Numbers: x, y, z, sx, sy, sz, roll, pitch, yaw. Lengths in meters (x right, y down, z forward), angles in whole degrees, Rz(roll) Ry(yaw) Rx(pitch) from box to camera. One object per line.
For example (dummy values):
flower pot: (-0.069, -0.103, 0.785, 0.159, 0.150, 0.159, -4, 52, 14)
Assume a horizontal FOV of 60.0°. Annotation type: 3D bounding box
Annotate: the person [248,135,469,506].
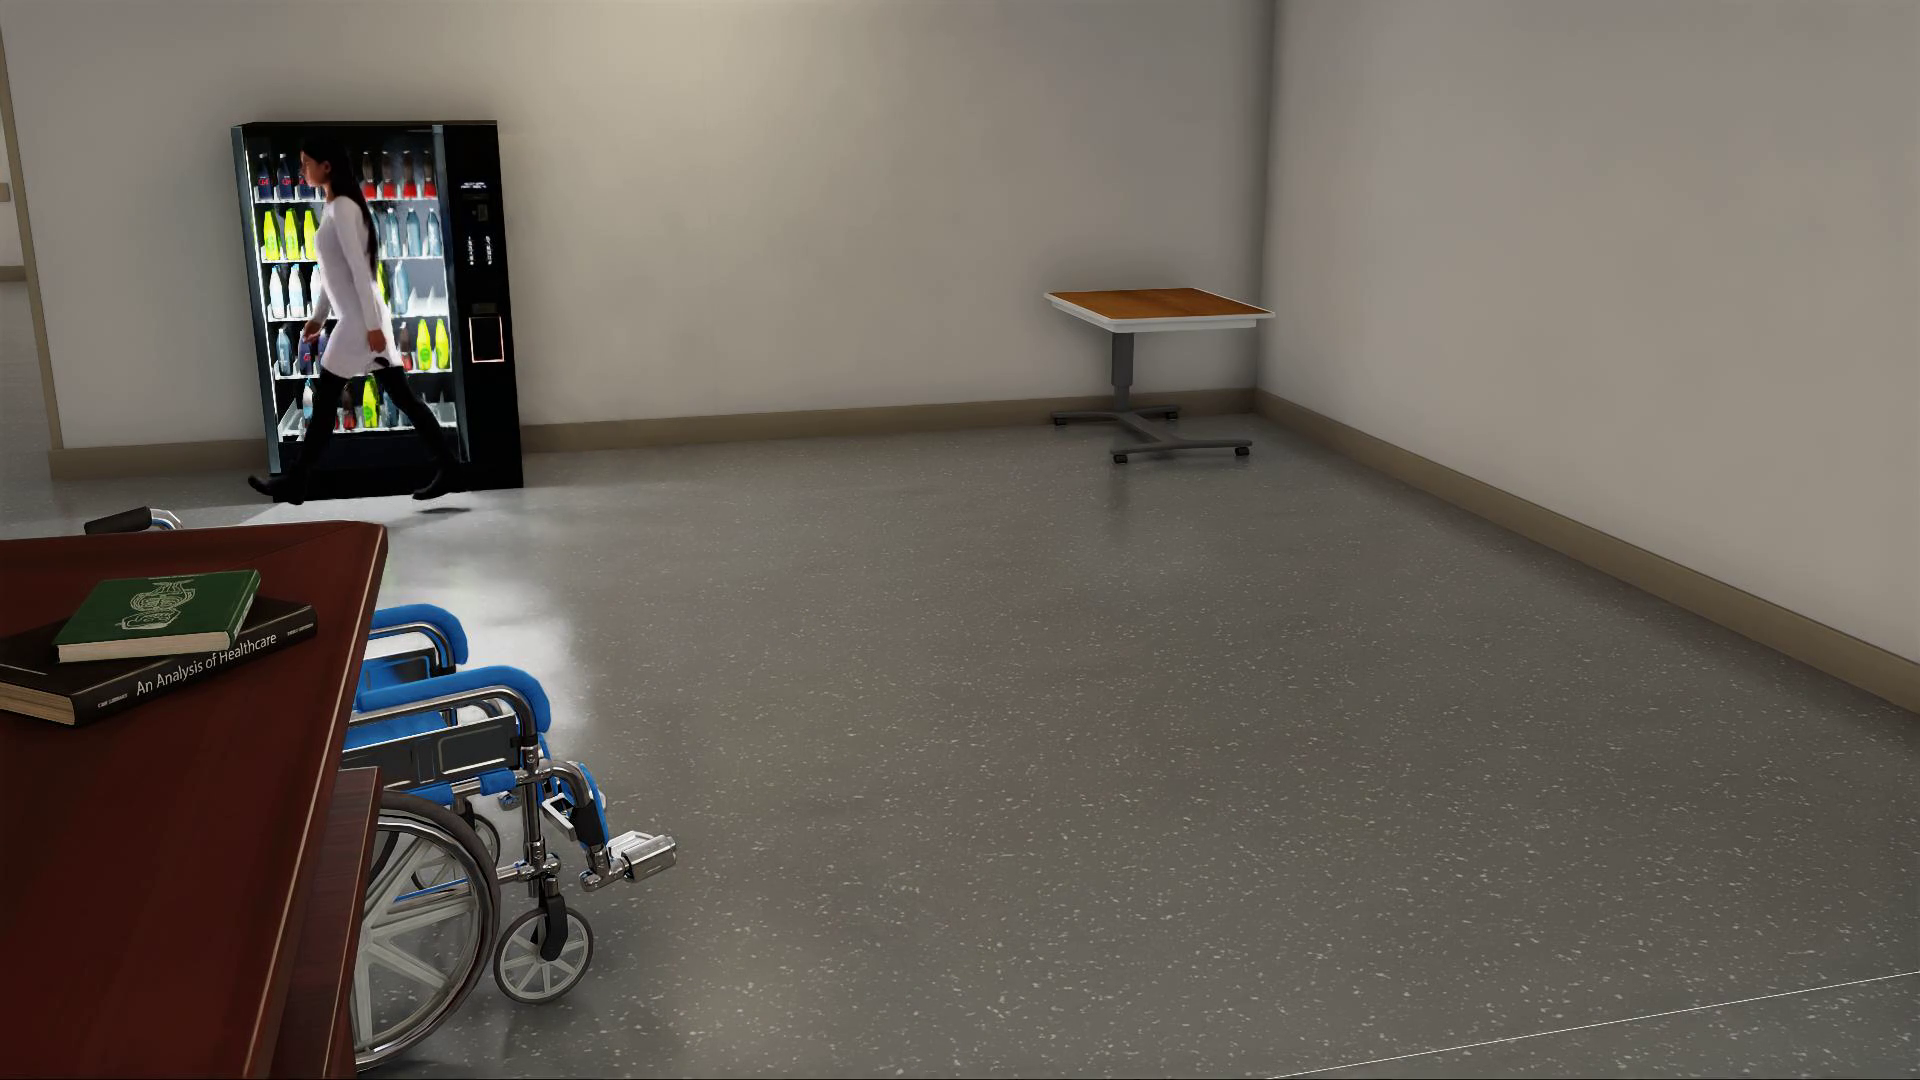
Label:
person: (-2.753, -0.986, 7.949, 1.214, 1.744, 0.610, -4, 16, -14)
